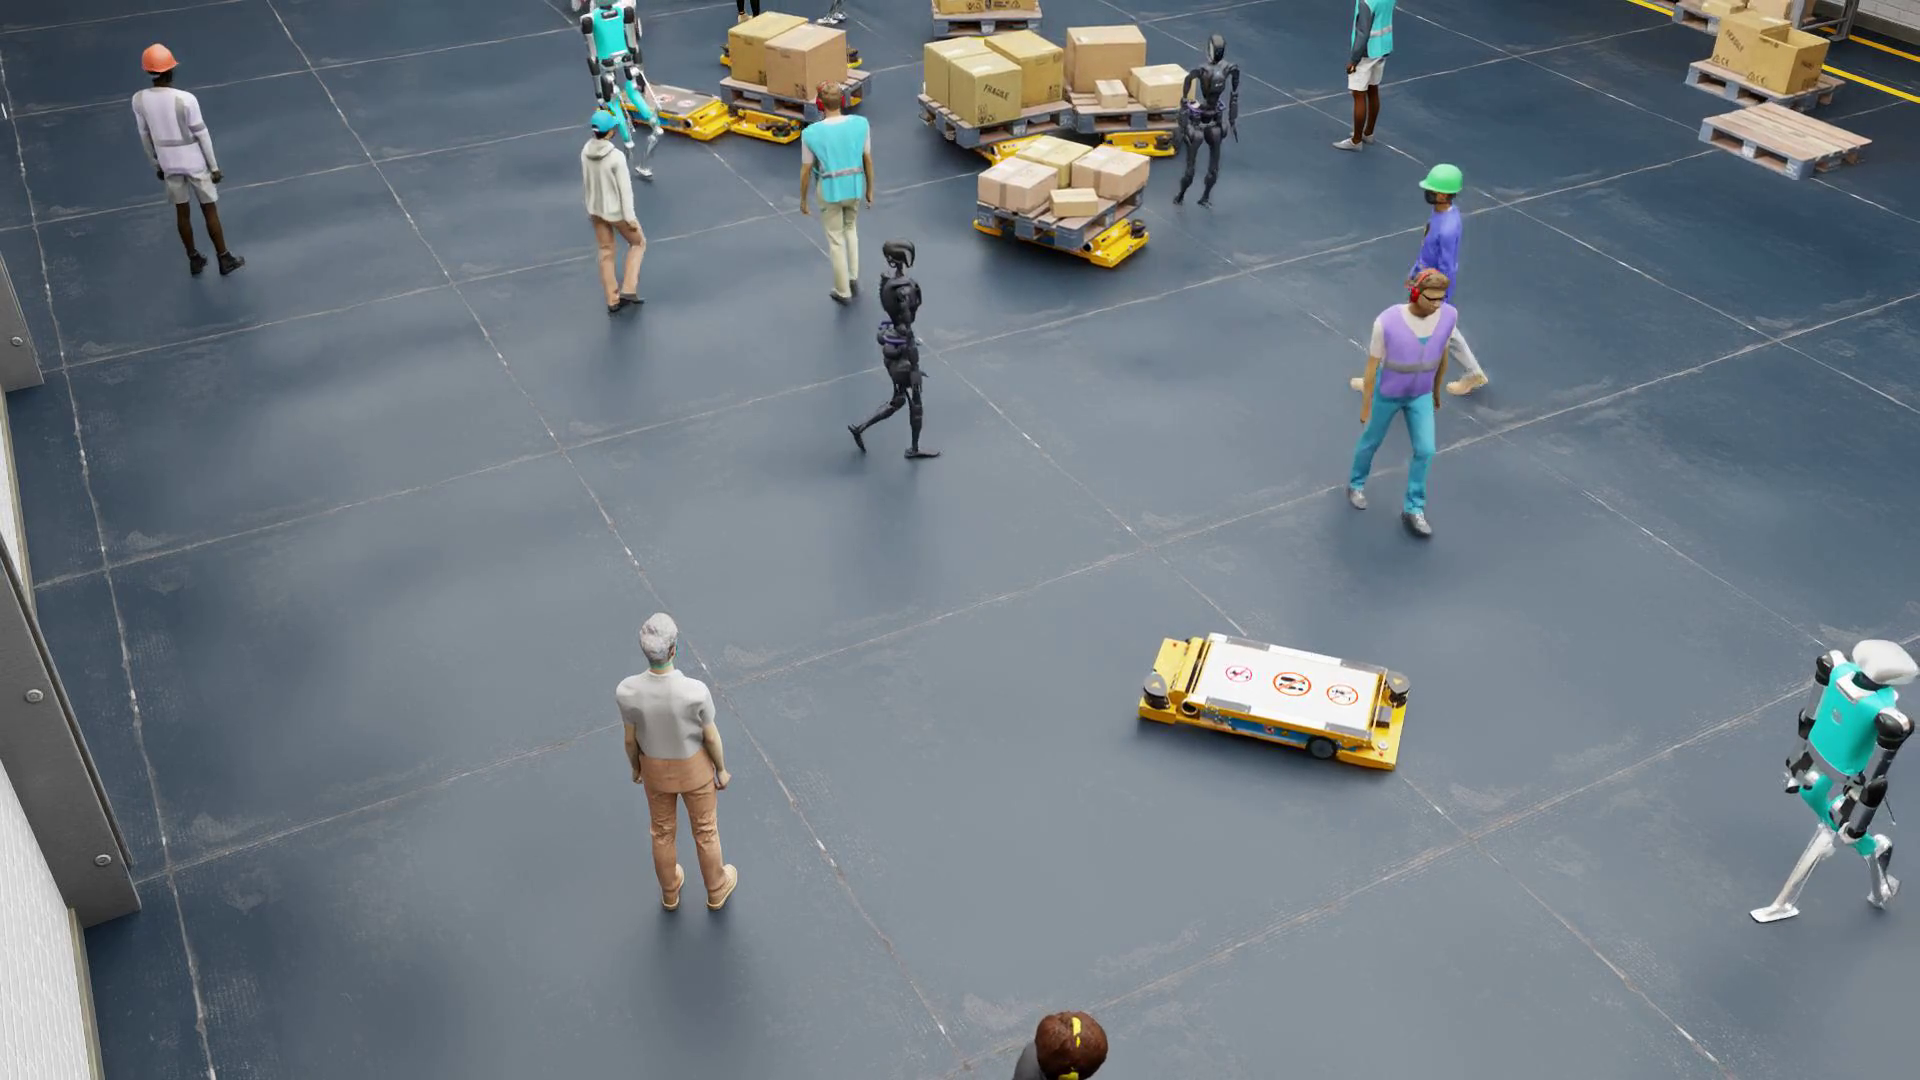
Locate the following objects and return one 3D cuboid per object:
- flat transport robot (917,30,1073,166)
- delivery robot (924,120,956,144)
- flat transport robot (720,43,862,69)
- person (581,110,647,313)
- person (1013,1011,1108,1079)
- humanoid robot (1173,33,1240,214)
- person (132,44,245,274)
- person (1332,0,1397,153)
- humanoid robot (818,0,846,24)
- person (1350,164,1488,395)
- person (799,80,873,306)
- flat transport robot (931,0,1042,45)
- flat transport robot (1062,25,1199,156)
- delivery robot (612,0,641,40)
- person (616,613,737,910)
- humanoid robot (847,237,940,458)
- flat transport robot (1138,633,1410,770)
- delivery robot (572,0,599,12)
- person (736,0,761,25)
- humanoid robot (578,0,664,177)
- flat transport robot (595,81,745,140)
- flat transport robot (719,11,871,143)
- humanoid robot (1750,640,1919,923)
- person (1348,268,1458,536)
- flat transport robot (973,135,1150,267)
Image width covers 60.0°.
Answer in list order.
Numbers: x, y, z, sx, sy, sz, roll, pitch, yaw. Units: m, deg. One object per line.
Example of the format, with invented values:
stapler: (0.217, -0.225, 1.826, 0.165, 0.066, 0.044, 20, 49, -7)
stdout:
flat transport robot: (0.350, -4.030, 16.469, 0.659, 0.231, 1.431, -17, 39, -23)
delivery robot: (-0.034, -4.329, 16.665, 0.499, 0.614, 0.817, -22, 41, -28)
flat transport robot: (-1.863, -5.325, 18.319, 1.431, 0.231, 0.659, 15, 38, 21)
person: (-2.753, -2.604, 13.212, 0.497, 1.656, 0.410, 16, 38, 22)
person: (0.370, 2.348, 5.976, 0.396, 1.869, 0.507, -6, 35, -8)
humanoid robot: (2.192, -3.698, 14.786, 0.608, 1.649, 0.340, -11, 36, -15)
person: (-6.388, -3.123, 13.722, 0.550, 1.935, 0.369, 1, 35, 1)
person: (3.928, -4.688, 15.954, 0.433, 1.939, 0.552, 28, 44, 34)
humanoid robot: (-1.462, -6.813, 19.095, 0.724, 1.714, 0.530, 15, 38, 21)
person: (3.468, -1.855, 12.011, 0.959, 1.830, 0.468, 9, 36, 12)
person: (-1.010, -2.790, 13.335, 0.576, 1.825, 0.597, -17, 38, -22)
flat transport robot: (0.295, -5.793, 18.987, 0.659, 0.231, 1.431, -1, 35, -2)
flat transport robot: (1.679, -4.186, 16.692, 0.659, 0.231, 1.431, -4, 35, -6)
delivery robot: (-3.934, -6.115, 19.188, 0.499, 0.583, 0.767, -2, 35, -3)
person: (-1.336, 1.076, 7.897, 0.469, 1.741, 0.321, 2, 35, 3)
humanoid robot: (-0.466, -1.282, 11.328, 0.629, 1.634, 0.599, -8, 36, -11)
flat transport robot: (1.789, 0.889, 9.447, 1.431, 0.231, 0.659, 11, 37, 15)
delivery robot: (-4.359, -6.700, 20.045, 0.499, 0.609, 0.807, 15, 38, 20)
person: (-2.433, -6.752, 19.109, 0.540, 1.696, 0.316, 27, 43, 33)
humanoid robot: (-3.048, -4.105, 15.319, 0.548, 1.794, 0.762, -24, 42, -30)
flat transport robot: (-2.964, -4.397, 16.993, 1.431, 0.231, 0.659, 18, 39, 24)
flat transport robot: (-1.660, -4.417, 17.022, 0.659, 0.231, 1.431, 18, 39, 24)
humanoid robot: (4.321, 1.161, 7.815, 0.893, 1.803, 0.553, -8, 36, -12)
person: (2.867, -0.883, 10.630, 0.594, 1.809, 0.828, -7, 36, -10)
flat transport robot: (0.884, -2.765, 14.663, 1.431, 0.231, 0.659, 21, 40, 27)
